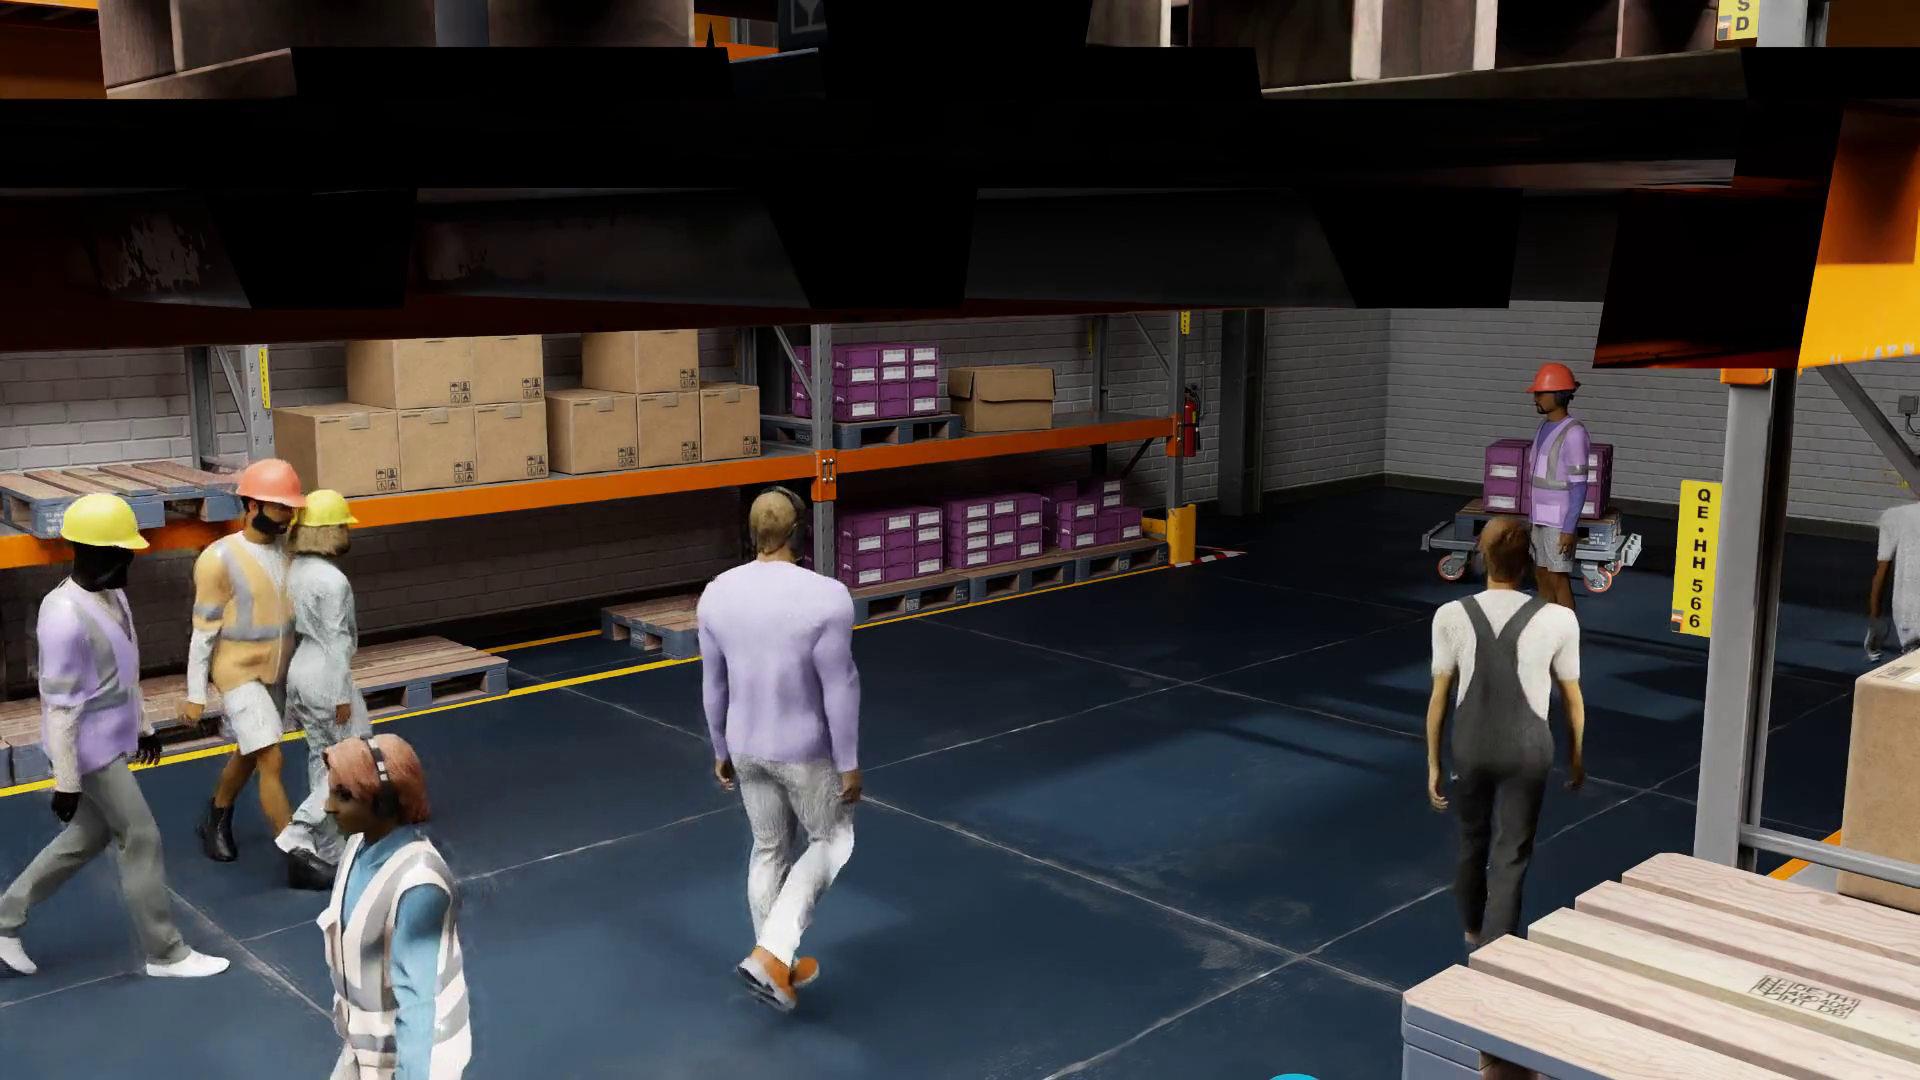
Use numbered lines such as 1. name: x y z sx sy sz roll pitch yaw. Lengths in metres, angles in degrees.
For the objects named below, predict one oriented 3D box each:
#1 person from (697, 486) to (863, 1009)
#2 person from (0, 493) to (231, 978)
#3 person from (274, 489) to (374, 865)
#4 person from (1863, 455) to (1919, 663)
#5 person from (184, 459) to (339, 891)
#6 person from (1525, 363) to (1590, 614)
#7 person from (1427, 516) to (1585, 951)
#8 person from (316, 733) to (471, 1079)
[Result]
1. person: -0.654 0.766 5.993 0.648 1.922 0.492 5 11 27
2. person: -3.287 0.756 6.180 0.882 1.890 0.646 -3 10 -14
3. person: -2.816 0.638 7.325 0.484 1.730 0.418 9 13 43
4. person: 4.765 0.433 8.240 0.926 1.835 0.517 -6 11 -32
5. person: -3.125 0.574 7.284 1.005 1.883 0.595 4 11 24
6. person: 3.888 -0.146 10.991 0.391 2.040 0.615 -1 10 -4
7. person: 2.019 0.802 6.166 0.535 1.789 0.978 5 11 27
8. person: -1.365 1.259 3.993 0.375 1.628 0.519 -8 13 -40
